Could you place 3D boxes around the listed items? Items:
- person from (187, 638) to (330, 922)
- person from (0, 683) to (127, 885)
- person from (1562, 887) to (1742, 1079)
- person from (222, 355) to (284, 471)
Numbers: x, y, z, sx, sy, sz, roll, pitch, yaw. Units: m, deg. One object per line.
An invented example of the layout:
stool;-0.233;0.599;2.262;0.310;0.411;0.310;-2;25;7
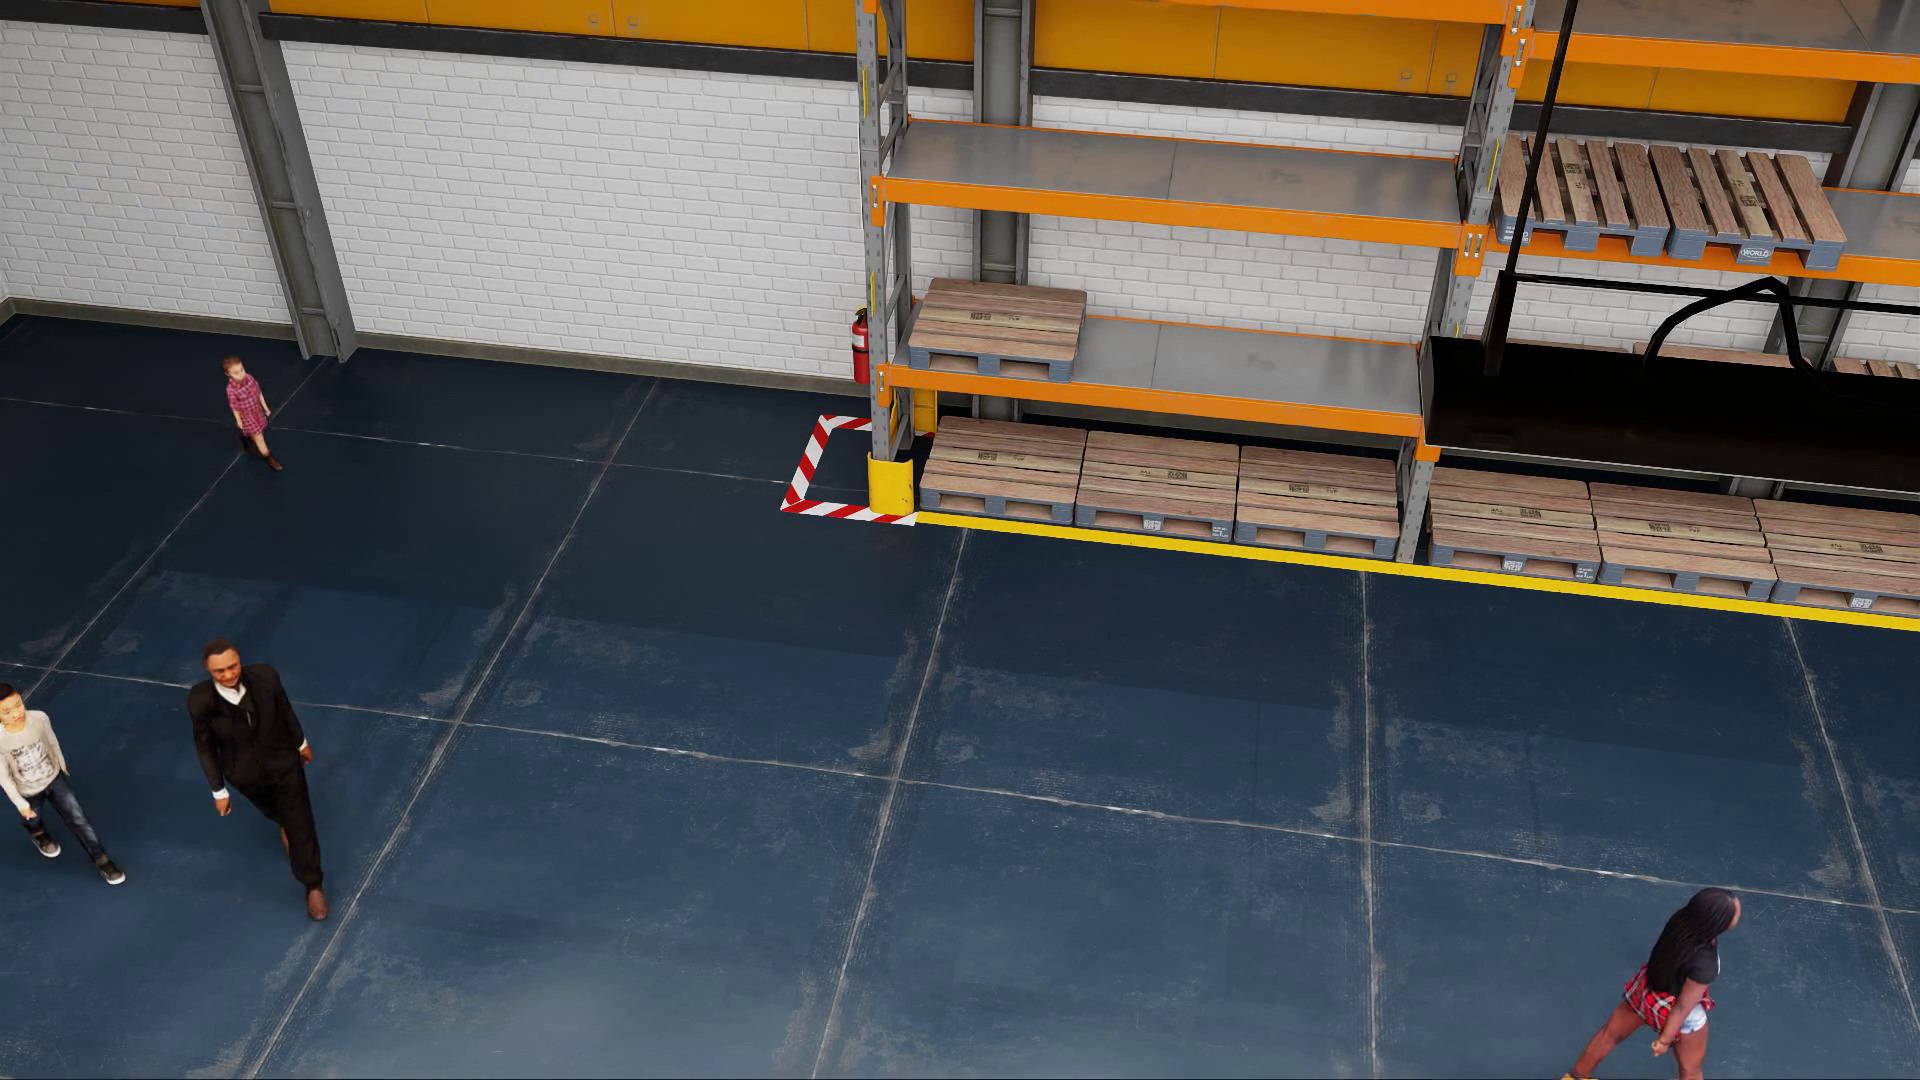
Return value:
person;-4.061;1.246;9.627;1.308;1.861;1.269;-17;42;-20
person;-5.469;1.401;9.777;1.089;1.432;0.864;25;45;28
person;3.456;2.359;8.382;1.185;1.677;0.741;1;39;1
person;-5.644;-1.041;13.174;0.746;1.009;0.555;20;43;23
